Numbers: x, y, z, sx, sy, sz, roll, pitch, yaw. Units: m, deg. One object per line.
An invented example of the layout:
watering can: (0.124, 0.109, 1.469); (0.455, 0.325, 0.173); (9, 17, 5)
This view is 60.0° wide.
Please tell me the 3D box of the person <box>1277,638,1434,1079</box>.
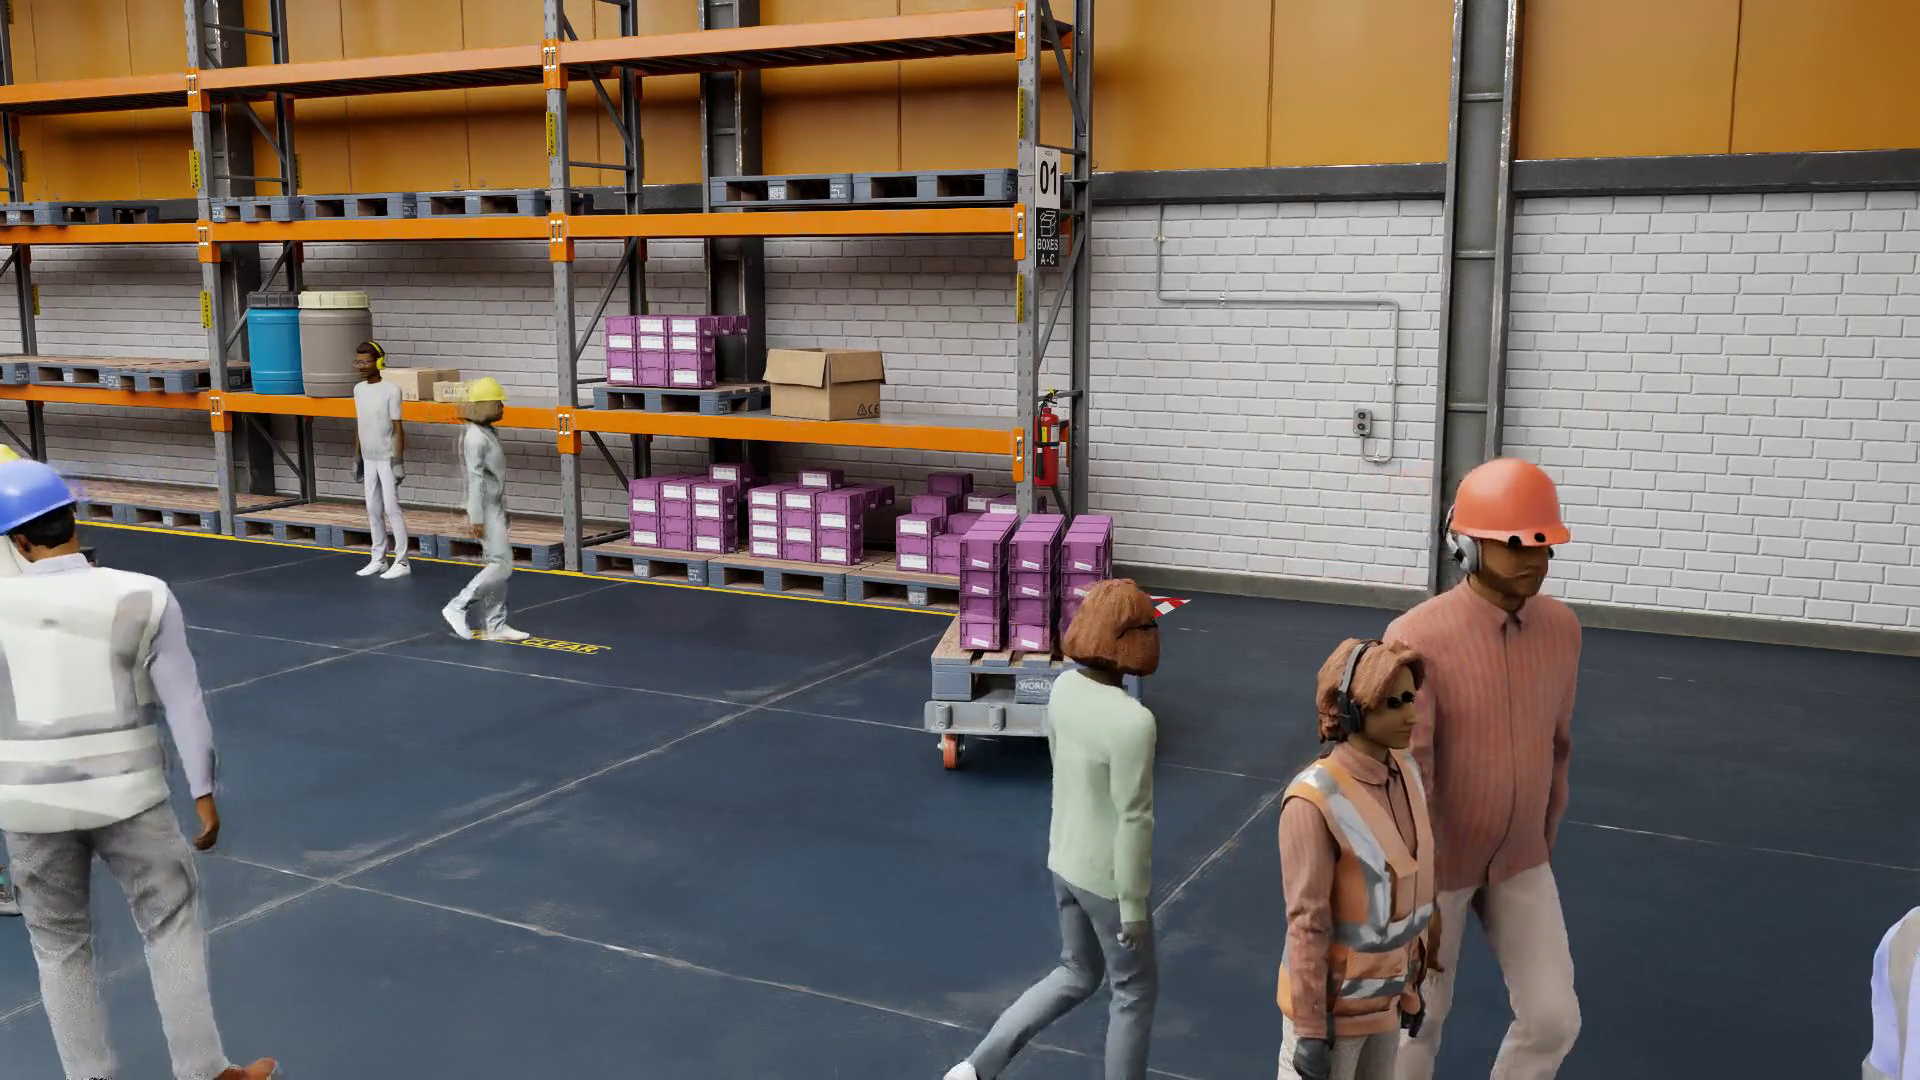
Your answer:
person: (0.852, 1.015, 3.616); (0.310, 1.642, 0.514); (7, 12, 38)

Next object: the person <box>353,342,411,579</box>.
person: (-4.563, -0.623, 13.061); (0.515, 1.861, 0.321); (5, 11, 30)

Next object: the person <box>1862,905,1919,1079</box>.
person: (1.398, 1.107, 2.139); (0.379, 1.937, 0.548); (-1, 9, -8)

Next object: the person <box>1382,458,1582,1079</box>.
person: (1.269, 0.783, 4.037); (0.620, 1.975, 0.596); (-3, 10, -19)

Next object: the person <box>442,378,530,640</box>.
person: (-3.061, -0.182, 10.736); (0.427, 1.727, 0.486); (-1, 9, -8)

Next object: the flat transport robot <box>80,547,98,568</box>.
flat transport robot: (-7.486, 0.214, 12.769); (1.431, 0.197, 0.652); (-2, 9, -14)

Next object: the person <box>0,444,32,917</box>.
person: (-3.608, 0.516, 6.308); (0.320, 1.769, 0.523); (2, 9, 9)

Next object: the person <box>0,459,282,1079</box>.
person: (-2.402, 0.721, 4.669); (0.737, 1.903, 0.510); (-3, 10, -20)

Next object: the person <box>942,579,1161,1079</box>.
person: (0.310, 0.900, 4.423); (0.622, 1.614, 0.504); (-4, 10, -22)
